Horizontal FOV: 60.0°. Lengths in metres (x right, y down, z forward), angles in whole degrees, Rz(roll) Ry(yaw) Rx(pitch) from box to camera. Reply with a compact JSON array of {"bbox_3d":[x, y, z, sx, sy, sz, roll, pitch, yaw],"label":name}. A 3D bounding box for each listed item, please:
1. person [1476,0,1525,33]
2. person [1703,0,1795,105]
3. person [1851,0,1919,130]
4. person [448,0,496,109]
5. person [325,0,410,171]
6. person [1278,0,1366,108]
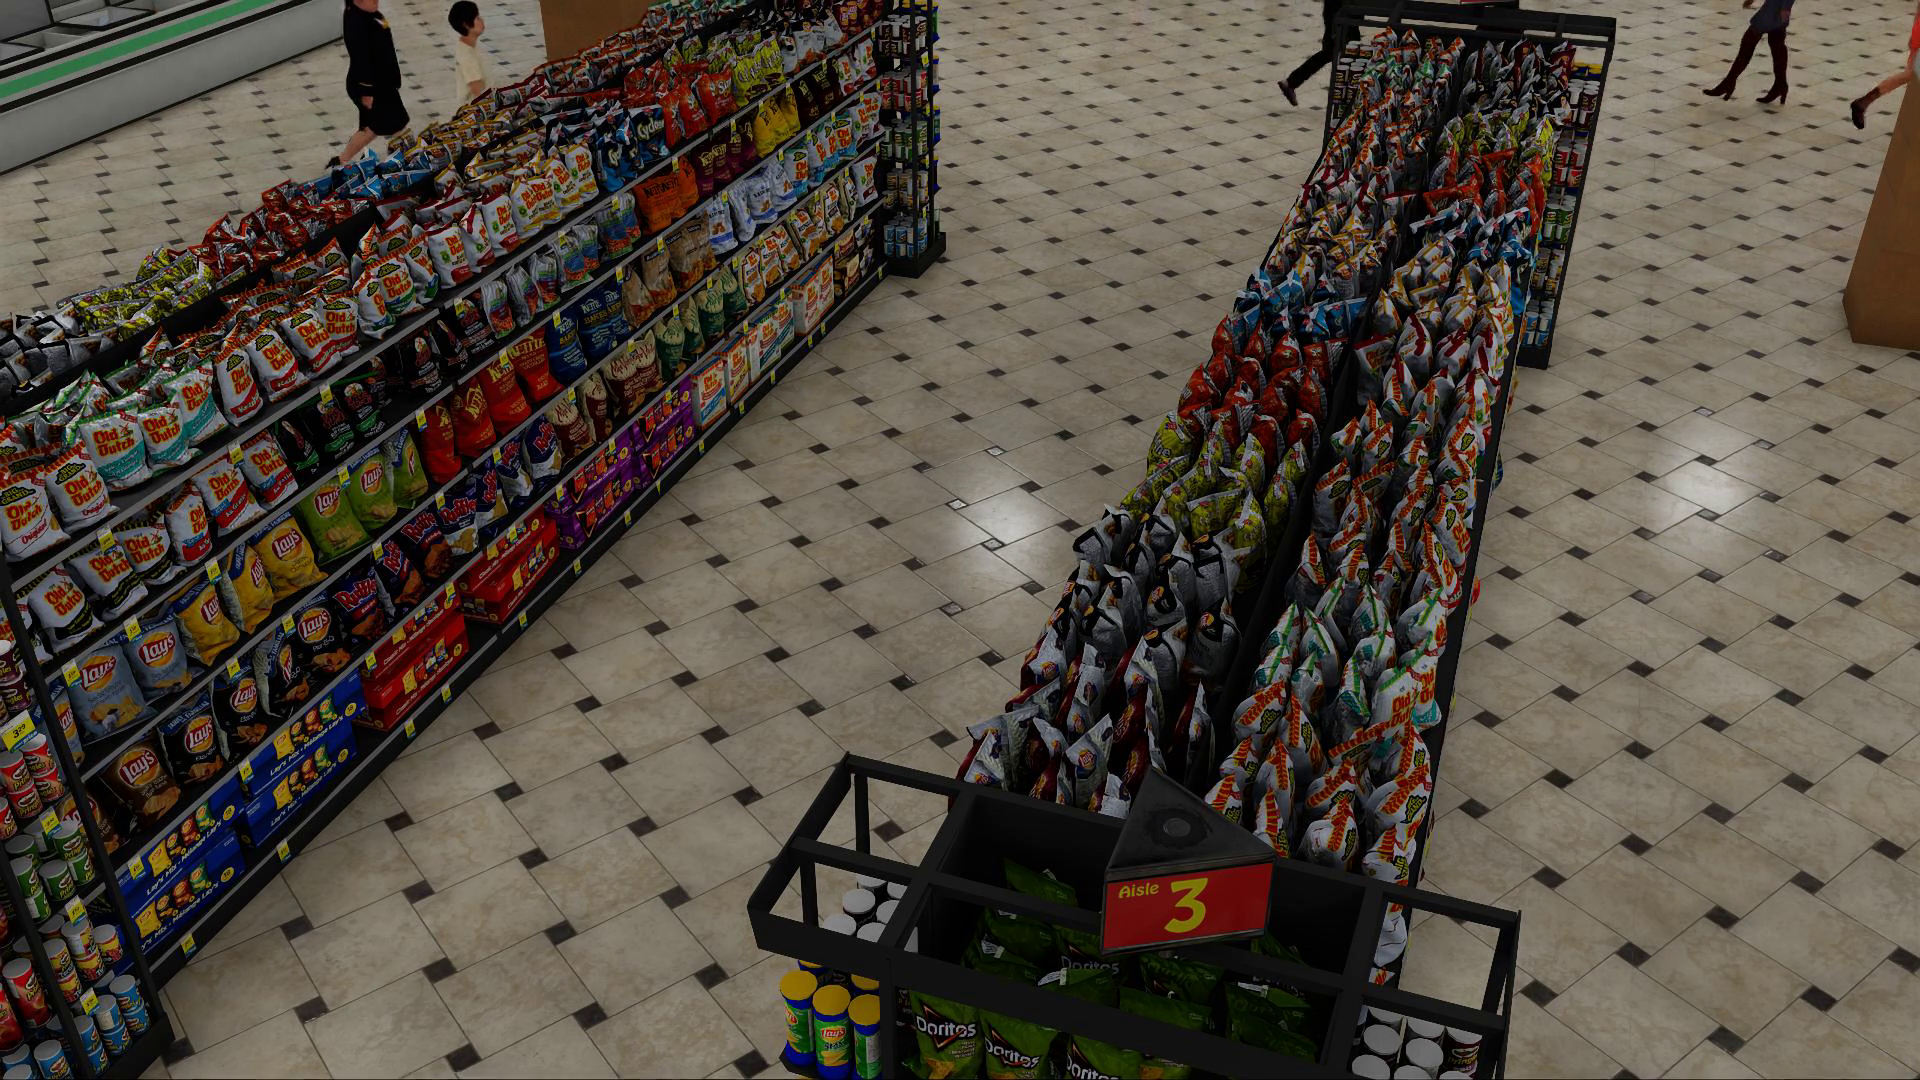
[{"bbox_3d":[4.130,-3.516,12.813,0.908,1.445,1.033,-8,33,-13],"label":"person"},{"bbox_3d":[7.089,-4.560,14.265,0.703,1.683,0.844,11,33,16],"label":"person"},{"bbox_3d":[7.773,-4.071,13.464,0.862,1.700,1.004,0,32,1],"label":"person"},{"bbox_3d":[-3.523,-3.018,11.916,0.969,1.548,1.033,-6,32,-9],"label":"person"},{"bbox_3d":[-4.432,-3.339,12.348,1.042,1.636,1.072,-6,32,-9],"label":"person"},{"bbox_3d":[3.146,-4.389,14.077,0.851,1.592,1.057,3,32,5],"label":"person"}]
